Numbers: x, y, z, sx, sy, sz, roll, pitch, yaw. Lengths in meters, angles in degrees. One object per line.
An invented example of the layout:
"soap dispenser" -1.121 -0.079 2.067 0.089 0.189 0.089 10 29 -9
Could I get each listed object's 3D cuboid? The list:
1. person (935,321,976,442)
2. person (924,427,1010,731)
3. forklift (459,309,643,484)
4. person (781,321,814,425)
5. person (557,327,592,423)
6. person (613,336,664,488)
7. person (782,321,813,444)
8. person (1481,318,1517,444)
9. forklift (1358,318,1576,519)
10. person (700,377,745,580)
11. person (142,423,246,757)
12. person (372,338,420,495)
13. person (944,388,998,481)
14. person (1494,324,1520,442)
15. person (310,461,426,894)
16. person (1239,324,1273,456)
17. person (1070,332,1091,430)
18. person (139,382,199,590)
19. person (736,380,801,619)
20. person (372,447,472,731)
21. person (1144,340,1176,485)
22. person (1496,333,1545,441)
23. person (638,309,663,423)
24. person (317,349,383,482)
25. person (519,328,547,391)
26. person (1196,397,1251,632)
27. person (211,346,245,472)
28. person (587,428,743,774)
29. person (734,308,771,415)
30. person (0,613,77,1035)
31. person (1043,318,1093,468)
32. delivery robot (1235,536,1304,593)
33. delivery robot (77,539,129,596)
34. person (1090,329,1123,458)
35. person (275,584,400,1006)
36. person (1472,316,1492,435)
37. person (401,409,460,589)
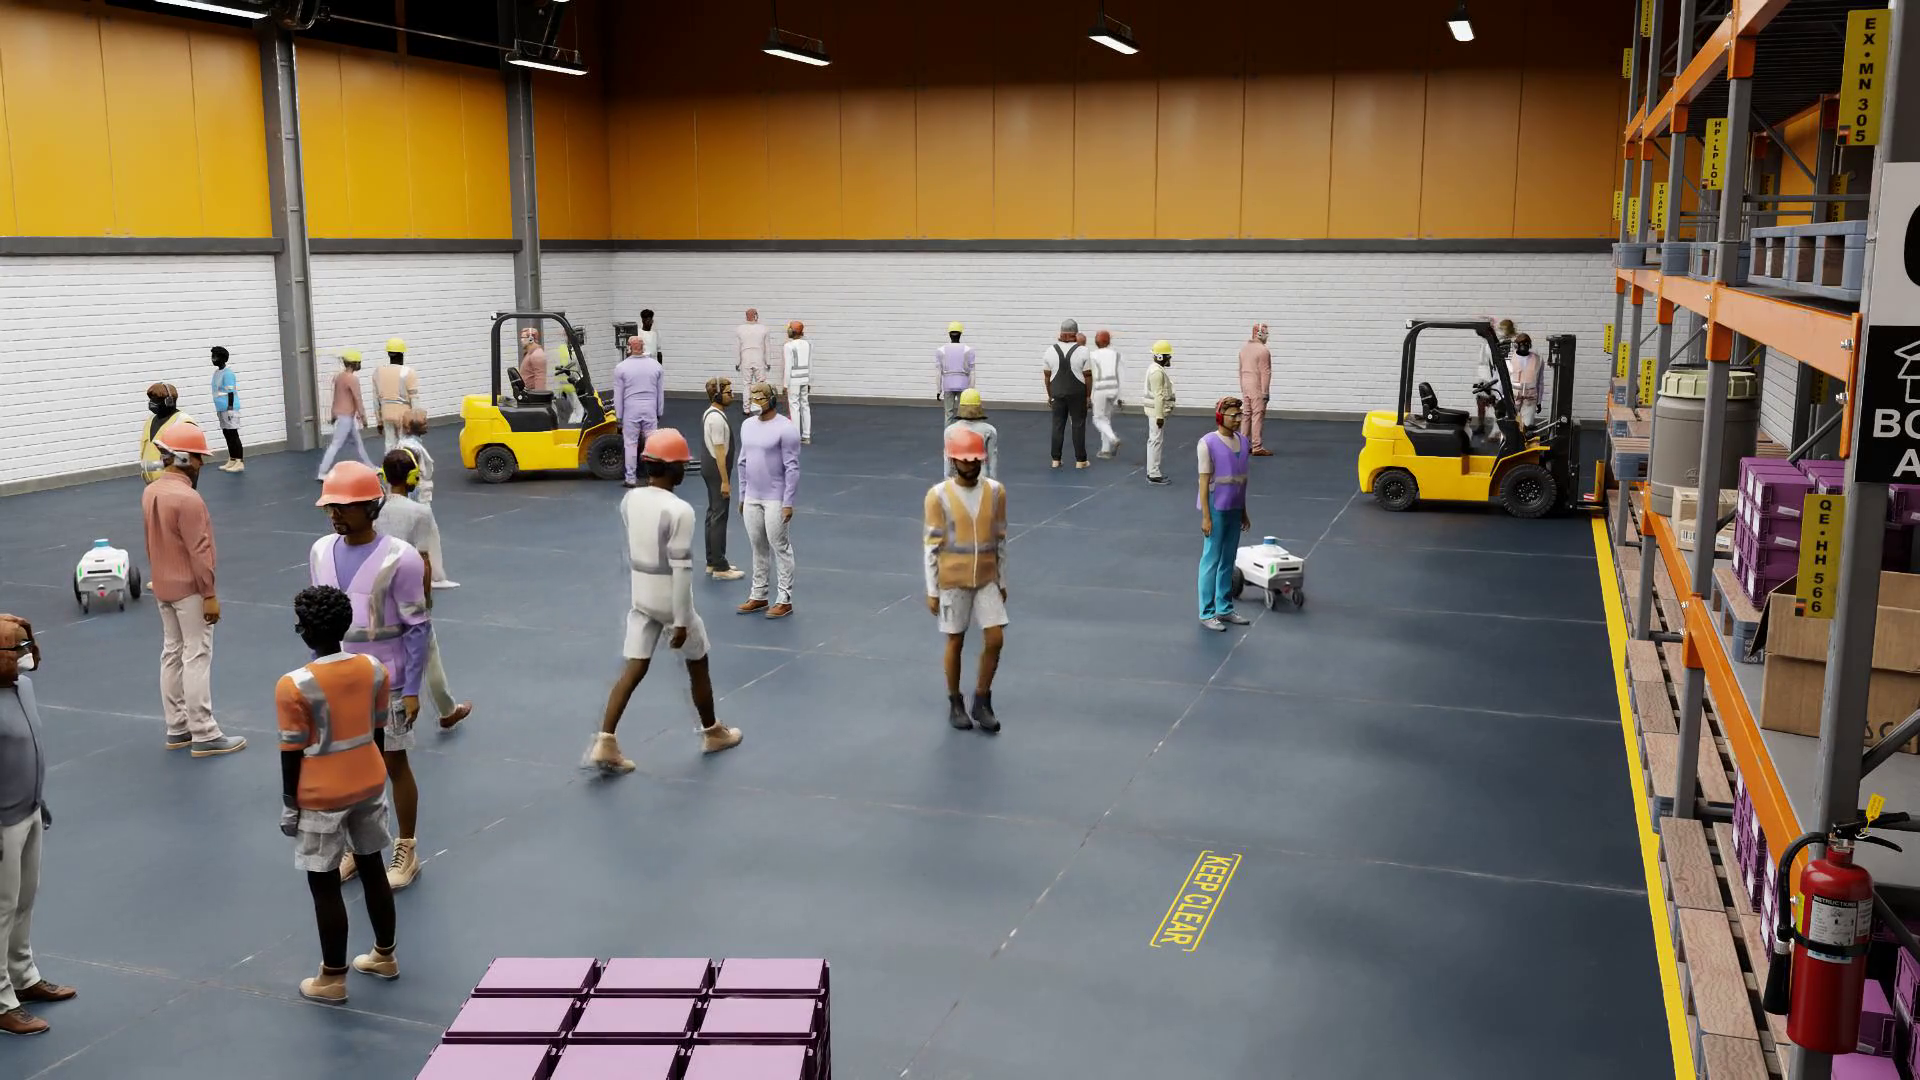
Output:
"person" -0.061 -2.215 24.226 0.585 1.923 0.376 1 10 3
"person" 0.063 0.262 10.294 0.568 1.913 0.604 -4 11 -19
"forklift" -5.354 -1.902 21.697 2.313 2.155 1.214 -2 10 -13
"person" -2.695 -2.811 28.066 0.557 1.737 0.717 6 12 31
"person" -5.650 -2.226 24.559 0.648 1.824 0.451 9 14 42
"person" -4.032 -1.601 20.850 0.643 1.899 0.404 -5 11 -28
"person" -2.476 -2.383 25.277 0.346 1.883 0.584 8 13 37
"person" 8.370 -2.438 25.488 0.783 1.921 0.635 -3 11 -17
"forklift" 5.787 -1.437 19.079 2.313 2.155 1.214 3 11 19
"person" -2.182 -0.562 15.137 0.346 1.846 0.506 -4 11 -19
"person" -4.596 0.295 9.916 0.611 1.985 0.393 8 13 38
"person" -6.734 -1.457 19.945 0.586 1.928 0.380 2 10 13
"person" 0.094 -0.503 15.095 0.492 1.740 0.325 -1 10 -6
"person" 8.444 -2.435 25.721 0.403 1.833 0.586 2 10 11
"person" -2.786 0.644 7.783 0.605 2.045 0.379 3 11 16
"person" 4.291 -2.167 24.021 0.399 1.903 0.643 -4 11 -23
"person" 1.952 -2.603 27.328 0.524 1.613 0.803 0 10 2
"person" -6.918 -0.458 14.563 0.622 1.844 0.429 6 12 29
"person" -1.573 -0.331 13.573 0.632 1.940 0.371 7 13 36
"person" -3.347 0.346 10.067 0.540 1.823 0.937 2 10 10
"person" 2.542 -1.626 21.166 0.404 1.830 0.599 0 10 2
"person" 7.594 -1.878 22.560 0.625 1.844 0.429 1 10 6
"person" -5.305 -2.934 28.199 0.601 1.958 0.385 -8 13 -37
"person" -7.864 -1.594 21.360 0.986 1.700 0.532 -9 13 -40
"person" -5.853 -1.951 22.783 0.406 1.906 0.654 -4 11 -20
"person" 2.082 -0.217 13.191 0.389 1.846 0.566 10 14 43
"person" -9.833 -1.753 22.288 0.321 1.690 0.536 -9 14 -42
"person" -1.740 0.348 9.622 0.611 2.000 1.071 7 13 36
"person" -3.694 -3.173 29.681 0.644 1.903 0.400 -1 10 -5
"person" -3.678 1.084 6.461 0.268 1.632 0.507 -1 10 -8
"person" 1.502 -2.002 22.697 0.684 2.000 0.537 4 11 20
"delivery robot" 2.628 0.214 14.135 0.477 0.478 0.707 -3 11 -18
"delivery robot" -7.197 0.239 13.976 0.477 0.478 0.707 -4 10 -22
"person" 2.088 -2.054 23.517 0.574 1.853 0.634 -5 11 -25
"person" -2.503 1.014 6.700 0.322 1.689 0.530 5 11 26
"person" 8.457 -2.598 26.411 0.691 1.913 0.564 1 10 5
"person" -4.843 -0.350 14.599 0.720 1.616 0.523 -4 11 -19
